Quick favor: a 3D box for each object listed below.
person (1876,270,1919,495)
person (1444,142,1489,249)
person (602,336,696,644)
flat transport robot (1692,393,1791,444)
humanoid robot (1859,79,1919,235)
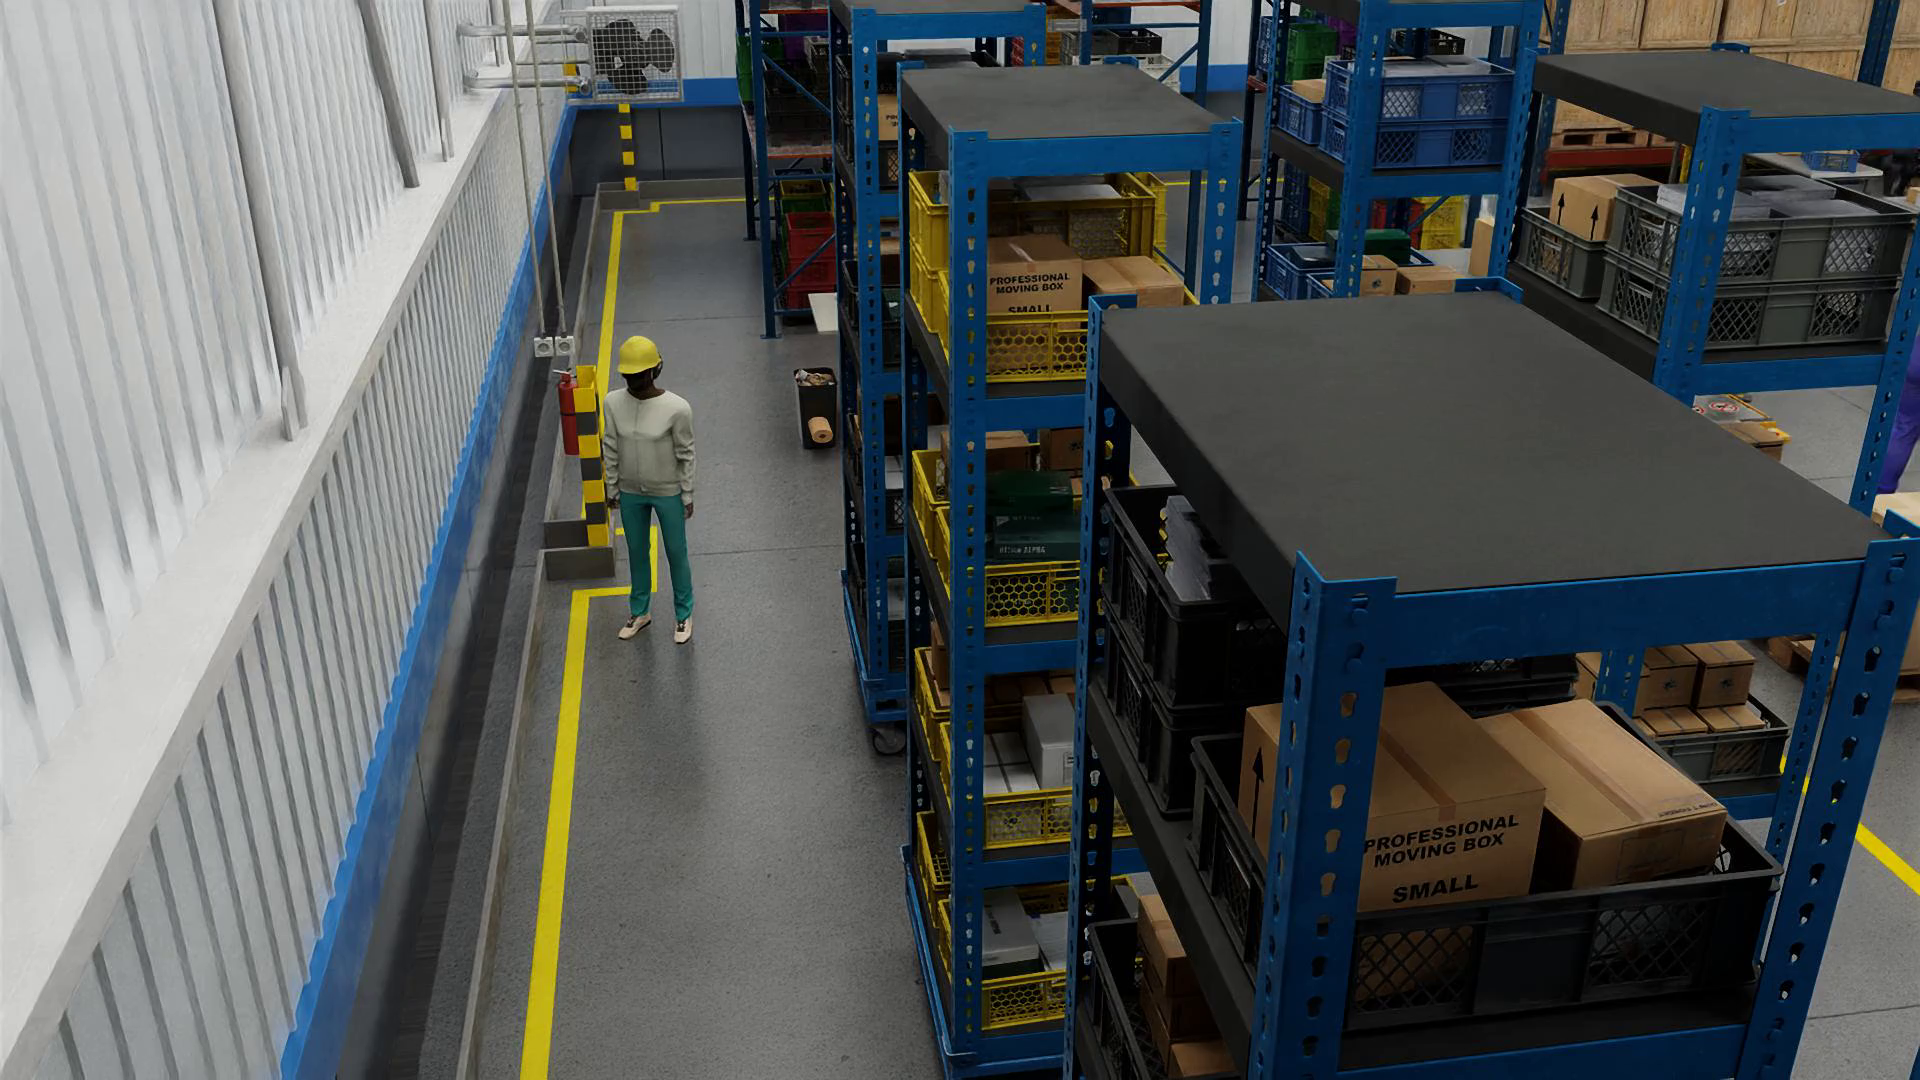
[{"bbox_3d":[6.295,-1.096,10.563,0.536,2.000,0.681,-19,31,-36],"label":"person"},{"bbox_3d":[5.104,-3.734,16.496,0.613,1.865,0.617,14,28,27],"label":"person"},{"bbox_3d":[-1.690,-0.265,9.083,0.522,1.768,0.310,5,25,10],"label":"person"},{"bbox_3d":[5.224,-0.859,12.132,1.431,0.197,0.652,-4,25,-8],"label":"flat transport robot"},{"bbox_3d":[9.757,-3.978,17.288,0.616,1.623,0.702,3,25,7],"label":"humanoid robot"}]
